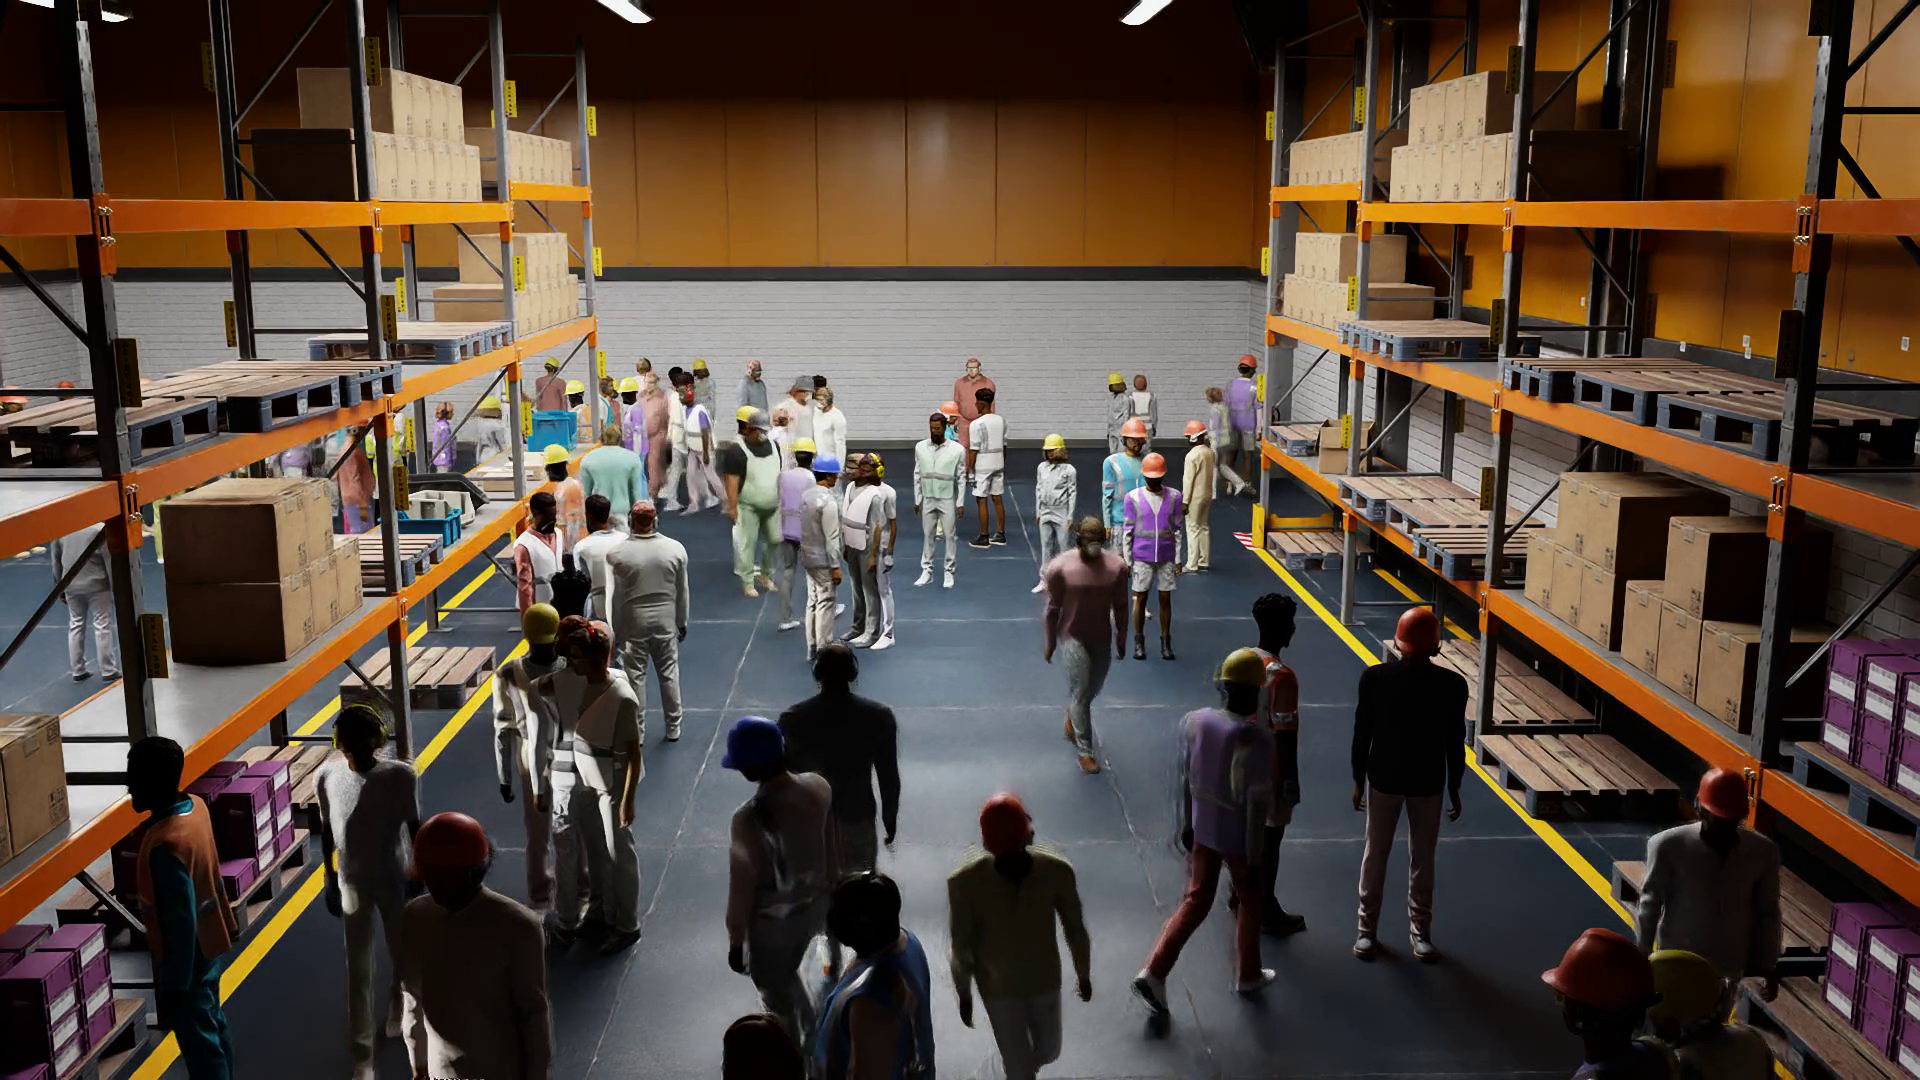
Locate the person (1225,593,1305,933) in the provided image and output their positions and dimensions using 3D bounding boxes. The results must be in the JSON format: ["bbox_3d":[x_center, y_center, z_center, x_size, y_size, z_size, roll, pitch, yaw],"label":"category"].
[{"bbox_3d":[1.750,1.259,9.505,0.362,1.965,0.611,-5,12,-24],"label":"person"}]

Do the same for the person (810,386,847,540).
[{"bbox_3d":[-1.631,-0.952,20.681,0.363,1.933,0.639,-8,14,-35],"label":"person"}]

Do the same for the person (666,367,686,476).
[{"bbox_3d":[-4.411,-1.842,25.761,0.320,1.694,0.537,2,11,8],"label":"person"}]

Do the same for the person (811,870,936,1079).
[{"bbox_3d":[-0.305,2.047,5.905,0.431,1.836,0.619,1,11,5],"label":"person"}]

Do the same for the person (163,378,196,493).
[{"bbox_3d":[-10.377,-1.230,22.092,0.543,1.929,0.385,8,14,34],"label":"person"}]

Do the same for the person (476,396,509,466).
[{"bbox_3d":[-5.915,-1.001,21.484,0.500,1.707,0.854,11,15,43],"label":"person"}]

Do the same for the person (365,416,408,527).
[{"bbox_3d":[-7.014,-0.778,20.410,0.531,1.692,0.320,-9,14,-37],"label":"person"}]

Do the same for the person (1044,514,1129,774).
[{"bbox_3d":[0.921,0.710,12.448,0.639,1.908,0.909,-2,12,-12],"label":"person"}]

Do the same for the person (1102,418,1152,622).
[{"bbox_3d":[1.718,-0.202,16.628,0.607,2.048,0.369,-3,12,-16],"label":"person"}]

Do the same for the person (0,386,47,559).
[{"bbox_3d":[-11.130,-0.807,19.675,0.397,2.043,0.609,1,11,7],"label":"person"}]

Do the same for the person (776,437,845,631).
[{"bbox_3d":[-1.515,-0.076,16.430,0.588,1.873,0.902,6,13,26],"label":"person"}]

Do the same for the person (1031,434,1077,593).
[{"bbox_3d":[1.010,-0.266,17.713,0.487,1.744,0.314,8,14,35],"label":"person"}]

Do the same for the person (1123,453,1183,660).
[{"bbox_3d":[1.763,0.152,15.177,0.548,1.924,0.387,-1,11,-3],"label":"person"}]

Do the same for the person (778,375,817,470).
[{"bbox_3d":[-2.044,-1.132,21.307,0.544,2.000,0.731,6,13,27],"label":"person"}]

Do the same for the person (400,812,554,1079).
[{"bbox_3d":[-1.780,1.934,6.089,0.637,1.986,0.414,4,12,18],"label":"person"}]

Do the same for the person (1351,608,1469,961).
[{"bbox_3d":[2.447,1.331,9.099,0.610,1.985,0.393,2,11,9],"label":"person"}]

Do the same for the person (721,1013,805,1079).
[{"bbox_3d":[-0.599,2.268,5.307,0.290,1.629,0.499,1,11,5],"label":"person"}]

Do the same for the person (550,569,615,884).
[{"bbox_3d":[-2.298,1.141,10.106,0.369,1.961,0.609,3,12,17],"label":"person"}]

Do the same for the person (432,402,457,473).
[{"bbox_3d":[-6.674,-0.981,21.587,0.319,1.631,0.524,-6,13,-28],"label":"person"}]

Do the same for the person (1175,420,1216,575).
[{"bbox_3d":[2.663,-0.483,18.817,0.355,1.739,0.573,8,14,36],"label":"person"}]

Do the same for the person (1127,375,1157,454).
[{"bbox_3d":[2.707,-1.663,24.985,0.522,1.636,0.310,-1,11,-7],"label":"person"}]

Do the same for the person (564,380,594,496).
[{"bbox_3d":[-4.910,-1.106,21.508,0.399,1.913,0.591,2,12,12],"label":"person"}]

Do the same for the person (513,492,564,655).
[{"bbox_3d":[-3.313,0.553,13.202,0.402,1.908,0.598,3,12,15],"label":"person"}]

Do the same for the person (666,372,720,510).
[{"bbox_3d":[-3.673,-1.357,22.845,0.905,1.880,0.610,-8,14,-36],"label":"person"}]

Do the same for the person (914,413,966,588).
[{"bbox_3d":[-0.220,-0.438,18.142,0.589,1.918,0.399,4,12,20],"label":"person"}]

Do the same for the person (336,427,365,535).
[{"bbox_3d":[-7.389,-0.907,20.321,0.405,1.986,0.619,-2,11,-11],"label":"person"}]

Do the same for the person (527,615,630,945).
[{"bbox_3d":[-2.113,1.342,9.318,0.576,1.880,0.353,-4,12,-19],"label":"person"}]

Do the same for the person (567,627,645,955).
[{"bbox_3d":[-1.970,1.372,9.256,0.565,1.841,0.396,10,15,42],"label":"person"}]

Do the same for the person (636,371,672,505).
[{"bbox_3d":[-4.288,-1.444,23.310,0.640,1.870,0.920,5,12,22],"label":"person"}]

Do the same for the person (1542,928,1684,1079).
[{"bbox_3d":[1.859,2.130,4.946,0.377,2.045,0.605,11,16,43],"label":"person"}]

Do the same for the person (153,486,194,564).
[{"bbox_3d":[-9.199,-0.673,19.315,0.586,1.920,0.397,-3,12,-15],"label":"person"}]

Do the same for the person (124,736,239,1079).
[{"bbox_3d":[-3.305,1.759,7.120,0.389,1.918,0.590,-3,12,-16],"label":"person"}]

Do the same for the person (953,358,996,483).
[{"bbox_3d":[0.197,-1.752,24.757,0.641,1.908,0.407,2,11,11],"label":"person"}]
